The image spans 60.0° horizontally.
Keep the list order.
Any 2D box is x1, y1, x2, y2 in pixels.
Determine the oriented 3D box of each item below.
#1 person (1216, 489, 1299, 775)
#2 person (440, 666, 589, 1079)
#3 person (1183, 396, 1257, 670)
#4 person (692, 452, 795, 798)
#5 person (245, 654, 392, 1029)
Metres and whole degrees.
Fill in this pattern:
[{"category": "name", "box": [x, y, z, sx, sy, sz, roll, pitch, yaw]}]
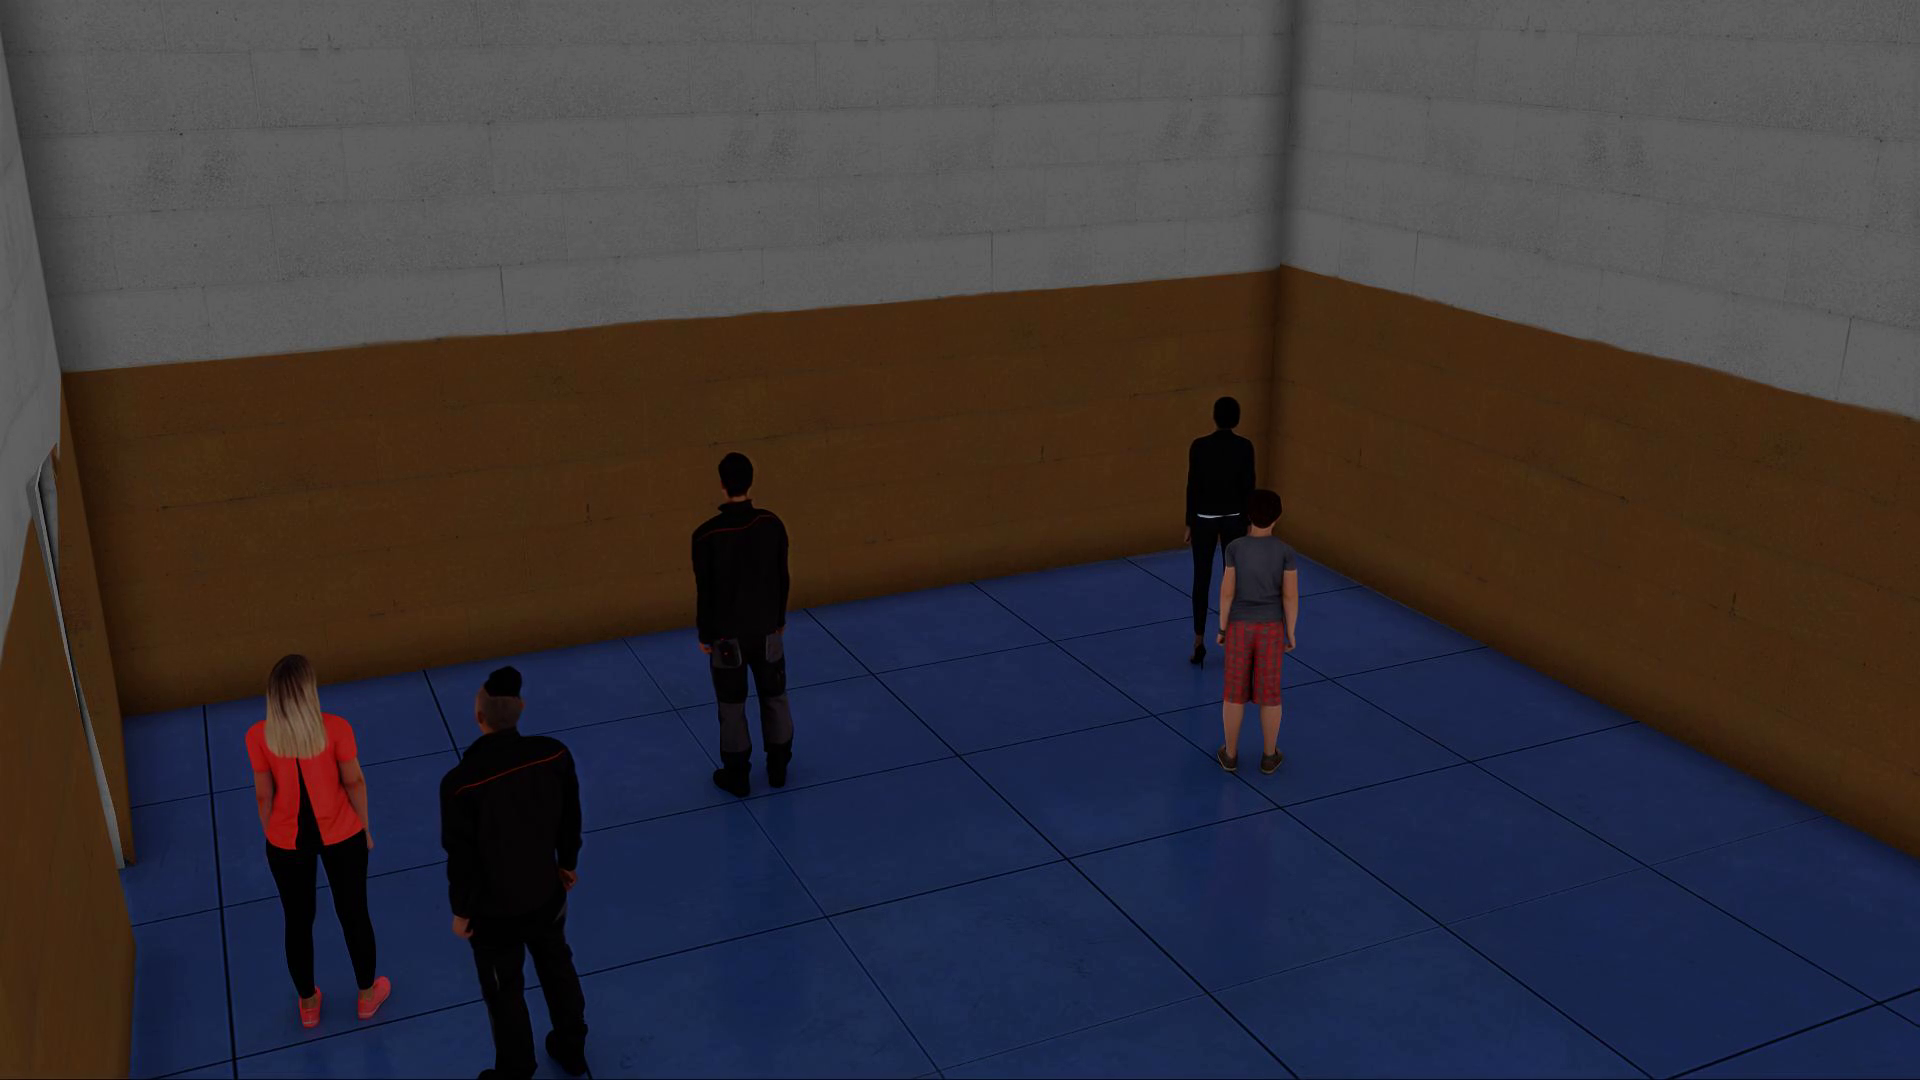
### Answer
[{"category": "person", "box": [1.663, 0.517, 9.387, 0.640, 1.649, 0.734, 4, 19, 10]}, {"category": "person", "box": [-1.755, 1.350, 6.567, 0.907, 1.862, 0.717, 16, 24, 39]}, {"category": "person", "box": [1.682, -0.050, 10.801, 0.621, 1.833, 0.739, 1, 19, 4]}, {"category": "person", "box": [-1.179, 0.460, 9.114, 0.506, 1.945, 0.746, -9, 21, -25]}, {"category": "person", "box": [-2.745, 1.277, 7.084, 0.538, 1.694, 0.701, -4, 19, -11]}]
